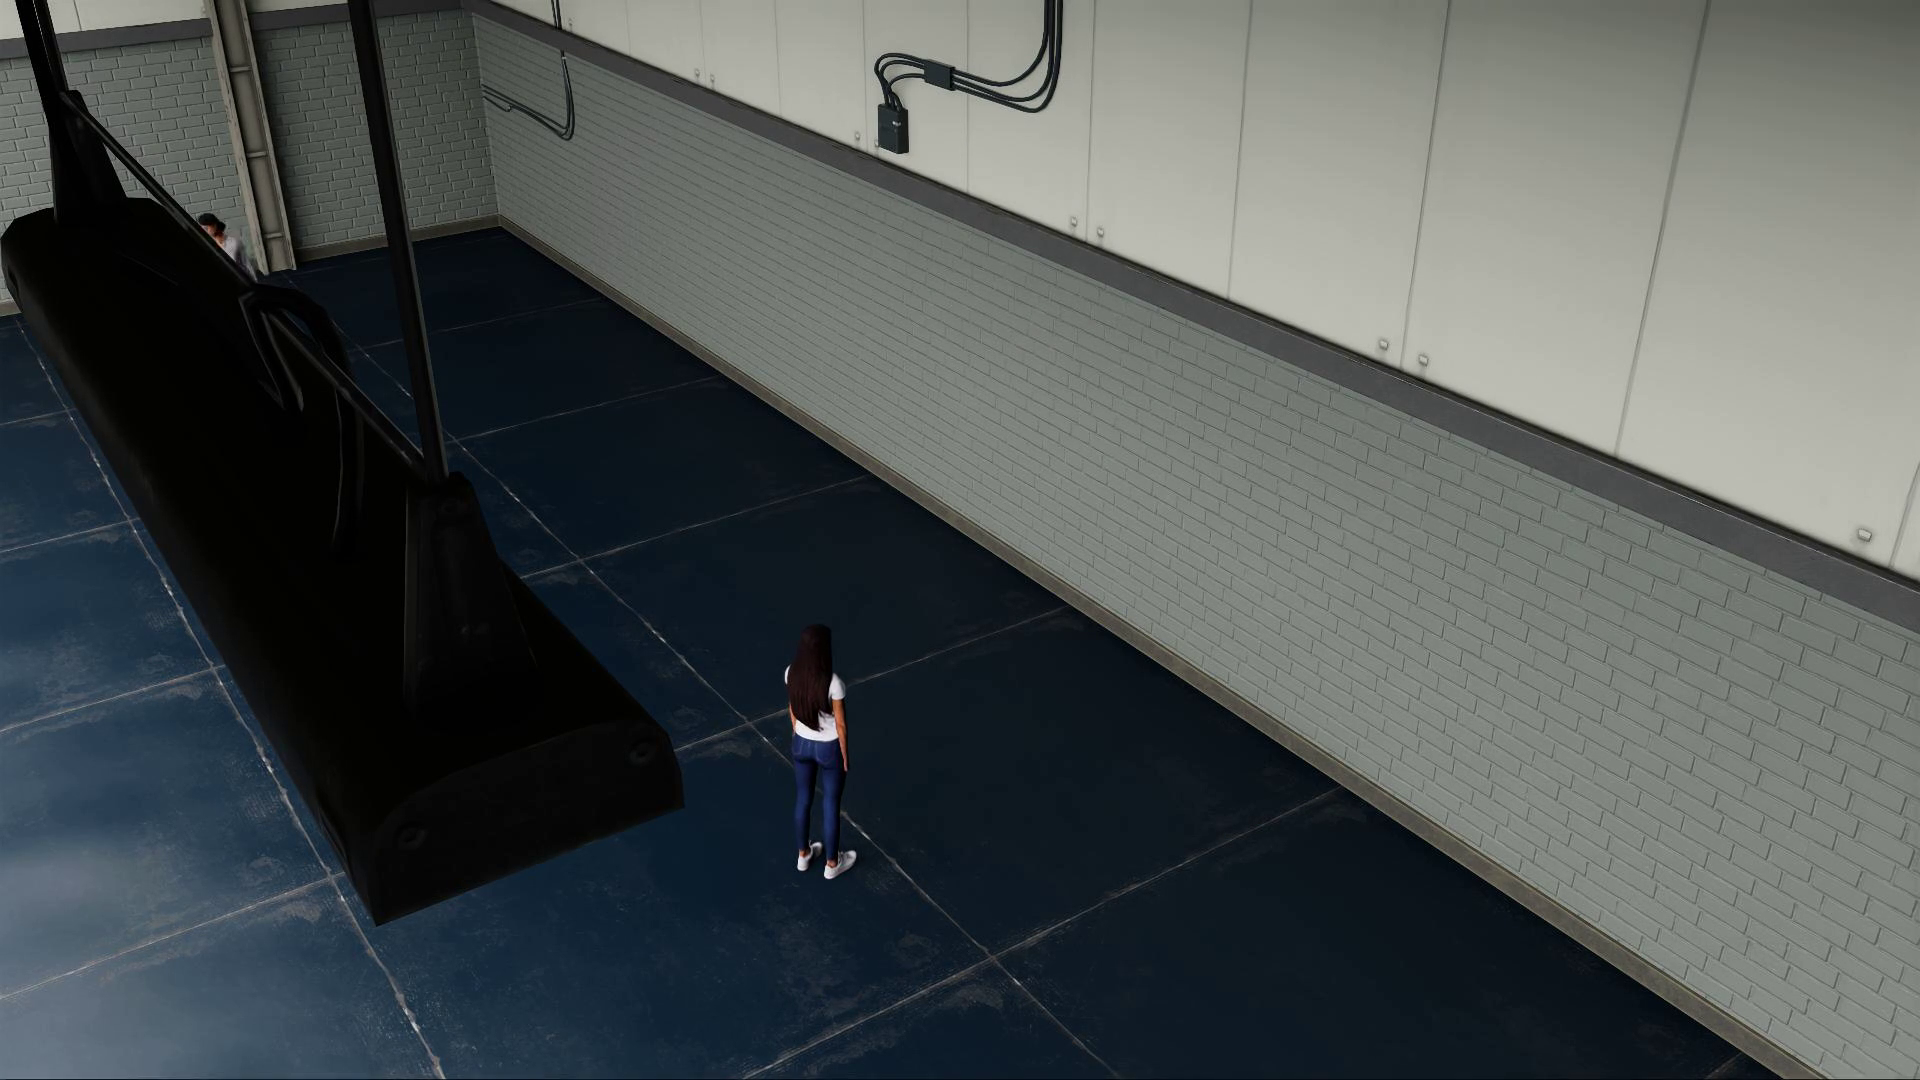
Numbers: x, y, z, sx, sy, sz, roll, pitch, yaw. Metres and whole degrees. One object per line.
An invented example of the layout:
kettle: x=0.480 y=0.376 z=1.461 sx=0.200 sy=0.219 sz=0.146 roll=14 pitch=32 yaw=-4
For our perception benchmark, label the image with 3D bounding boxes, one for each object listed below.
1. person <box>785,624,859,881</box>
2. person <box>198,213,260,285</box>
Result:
person: x=-0.872 y=1.298 z=10.211 sx=0.653 sy=1.775 sz=0.651 roll=14 pitch=31 yaw=24
person: x=-7.628 y=-2.649 z=17.645 sx=0.543 sy=1.755 sz=0.844 roll=-20 pitch=34 yaw=-33
